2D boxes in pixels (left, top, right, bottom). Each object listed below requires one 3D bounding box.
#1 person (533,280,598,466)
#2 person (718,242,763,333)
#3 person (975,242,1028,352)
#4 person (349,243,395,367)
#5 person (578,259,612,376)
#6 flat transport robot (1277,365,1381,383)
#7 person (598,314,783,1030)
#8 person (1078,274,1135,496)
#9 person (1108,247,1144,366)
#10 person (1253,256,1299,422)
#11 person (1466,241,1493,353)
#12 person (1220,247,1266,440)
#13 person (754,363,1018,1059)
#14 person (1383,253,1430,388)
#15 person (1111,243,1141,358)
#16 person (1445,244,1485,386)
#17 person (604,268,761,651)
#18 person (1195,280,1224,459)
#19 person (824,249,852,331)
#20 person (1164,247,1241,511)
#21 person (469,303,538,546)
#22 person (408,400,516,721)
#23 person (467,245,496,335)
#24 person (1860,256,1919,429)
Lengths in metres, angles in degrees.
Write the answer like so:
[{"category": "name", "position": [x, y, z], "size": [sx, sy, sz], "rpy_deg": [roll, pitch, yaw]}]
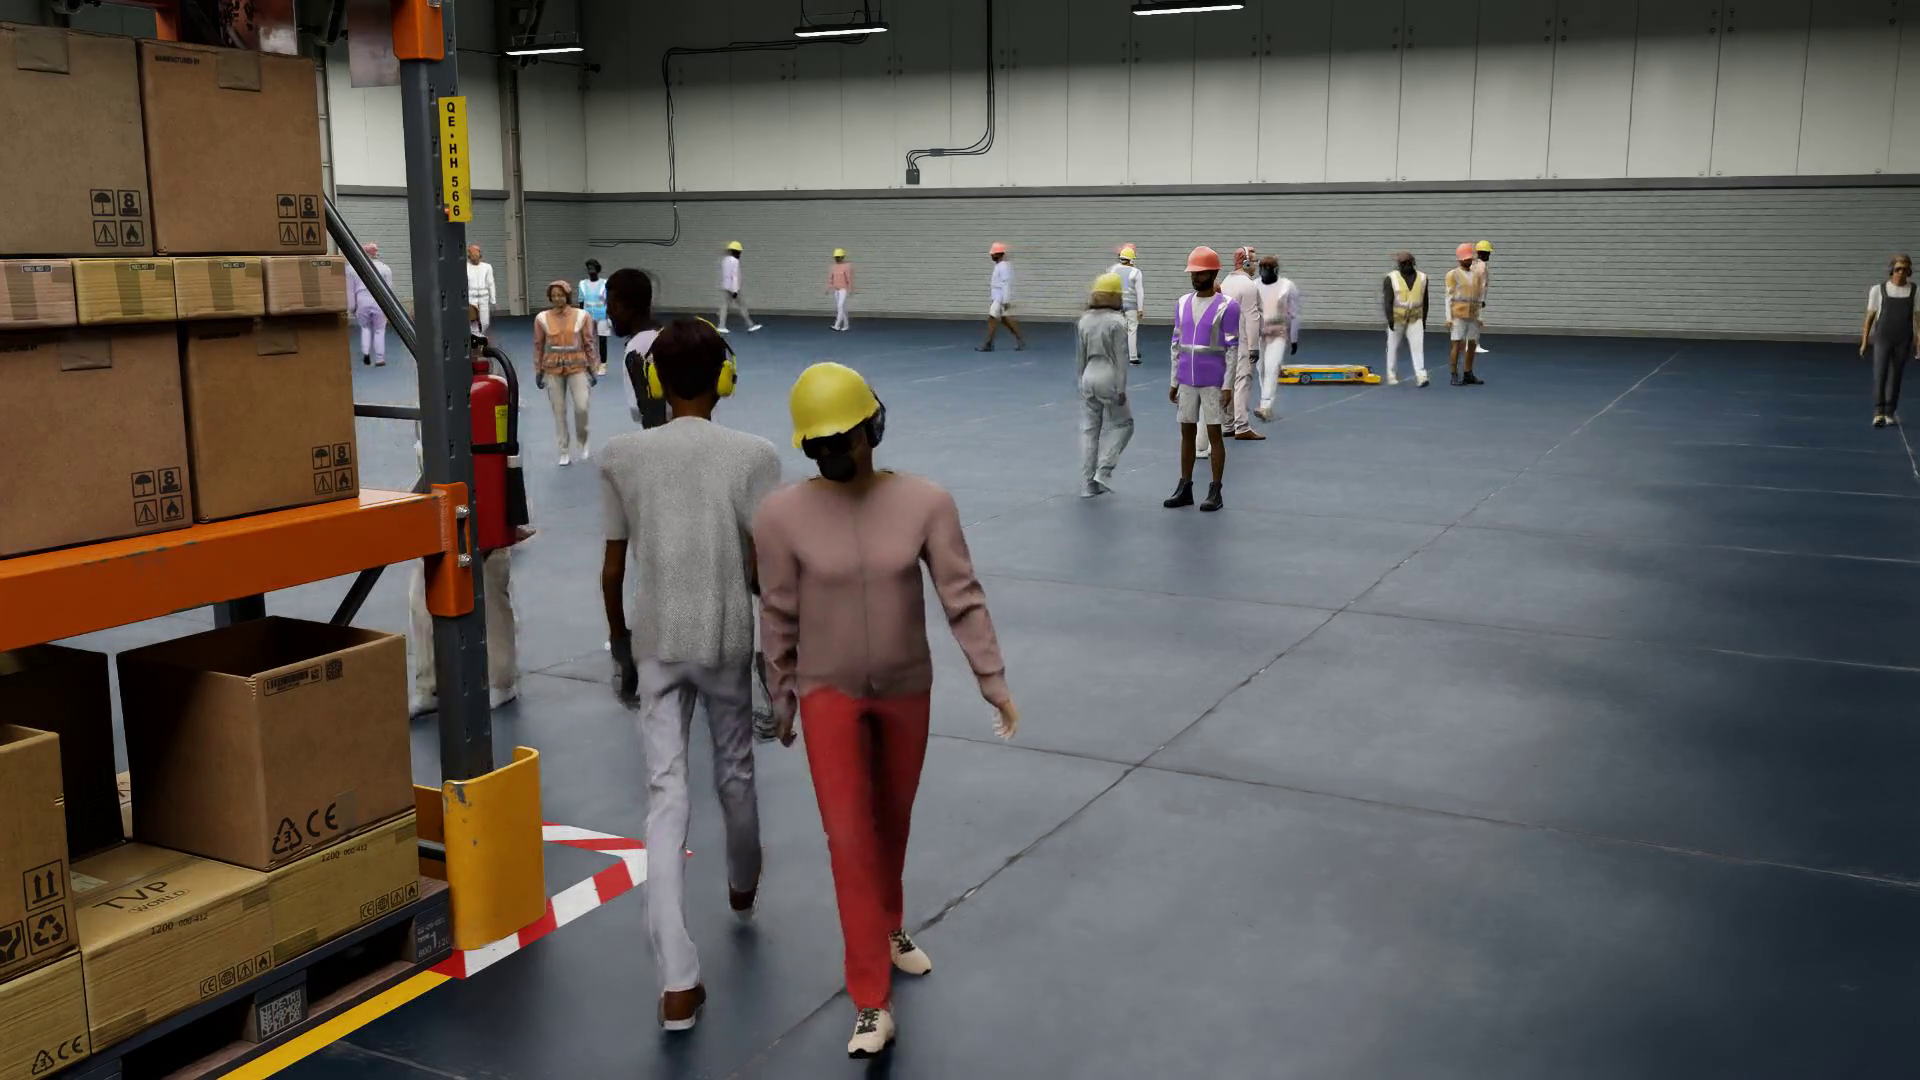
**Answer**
[{"category": "person", "position": [-3.473, -1.462, 14.632], "size": [0.549, 1.625, 0.372], "rpy_deg": [-1, 10, -5]}, {"category": "person", "position": [-4.625, -5.233, 34.511], "size": [0.975, 1.875, 0.614], "rpy_deg": [-7, 12, -33]}, {"category": "person", "position": [0.753, -4.234, 29.021], "size": [0.929, 1.908, 0.553], "rpy_deg": [-1, 10, -8]}, {"category": "person", "position": [-9.072, -3.627, 25.732], "size": [0.671, 1.890, 0.443], "rpy_deg": [-1, 10, -3]}, {"category": "person", "position": [-5.233, -3.190, 23.895], "size": [0.544, 1.679, 0.419], "rpy_deg": [1, 10, 6]}, {"category": "flat transport robot", "position": [4.991, -2.289, 22.854], "size": [1.431, 0.197, 0.652], "rpy_deg": [0, 10, -2]}, {"category": "person", "position": [-0.700, 0.308, 4.507], "size": [0.507, 1.808, 1.008], "rpy_deg": [0, 10, -2]}, {"category": "person", "position": [1.121, -1.190, 12.892], "size": [0.500, 1.724, 0.387], "rpy_deg": [10, 14, 43]}, {"category": "person", "position": [2.594, -3.628, 25.889], "size": [0.586, 1.835, 0.404], "rpy_deg": [6, 12, 31]}, {"category": "person", "position": [3.330, -2.197, 18.200], "size": [0.651, 1.791, 0.955], "rpy_deg": [6, 12, 30]}, {"category": "person", "position": [8.995, -4.212, 28.821], "size": [0.385, 1.928, 0.589], "rpy_deg": [1, 10, 3]}, {"category": "person", "position": [2.816, -1.949, 16.539], "size": [0.407, 1.908, 0.641], "rpy_deg": [-3, 11, -18]}, {"category": "person", "position": [-0.192, 0.406, 4.239], "size": [0.628, 1.707, 0.869], "rpy_deg": [-3, 11, -16]}, {"category": "person", "position": [5.981, -2.935, 22.262], "size": [0.630, 1.780, 0.951], "rpy_deg": [0, 10, -1]}, {"category": "person", "position": [2.649, -3.887, 27.153], "size": [0.562, 1.907, 0.948], "rpy_deg": [9, 13, 39]}, {"category": "person", "position": [6.860, -3.017, 22.416], "size": [0.725, 1.901, 0.388], "rpy_deg": [-4, 11, -19]}, {"category": "person", "position": [-1.293, -0.367, 8.002], "size": [0.839, 1.881, 0.619], "rpy_deg": [1, 10, 6]}, {"category": "person", "position": [2.255, -1.551, 15.114], "size": [0.313, 1.636, 0.516], "rpy_deg": [10, 14, 43]}, {"category": "person", "position": [-2.592, -5.273, 35.174], "size": [0.540, 1.724, 0.887], "rpy_deg": [8, 13, 36]}, {"category": "person", "position": [1.781, -1.182, 12.272], "size": [0.542, 1.938, 0.357], "rpy_deg": [8, 13, 36]}, {"category": "person", "position": [-3.131, -0.735, 10.774], "size": [0.840, 1.593, 0.507], "rpy_deg": [0, 10, 1]}, {"category": "person", "position": [-2.126, -0.039, 6.899], "size": [0.541, 1.608, 0.681], "rpy_deg": [6, 12, 29]}, {"category": "person", "position": [-8.169, -4.044, 28.094], "size": [0.589, 1.864, 0.705], "rpy_deg": [-6, 12, -29]}, {"category": "person", "position": [9.787, -2.063, 17.440], "size": [0.563, 1.798, 0.938], "rpy_deg": [4, 11, 22]}]
